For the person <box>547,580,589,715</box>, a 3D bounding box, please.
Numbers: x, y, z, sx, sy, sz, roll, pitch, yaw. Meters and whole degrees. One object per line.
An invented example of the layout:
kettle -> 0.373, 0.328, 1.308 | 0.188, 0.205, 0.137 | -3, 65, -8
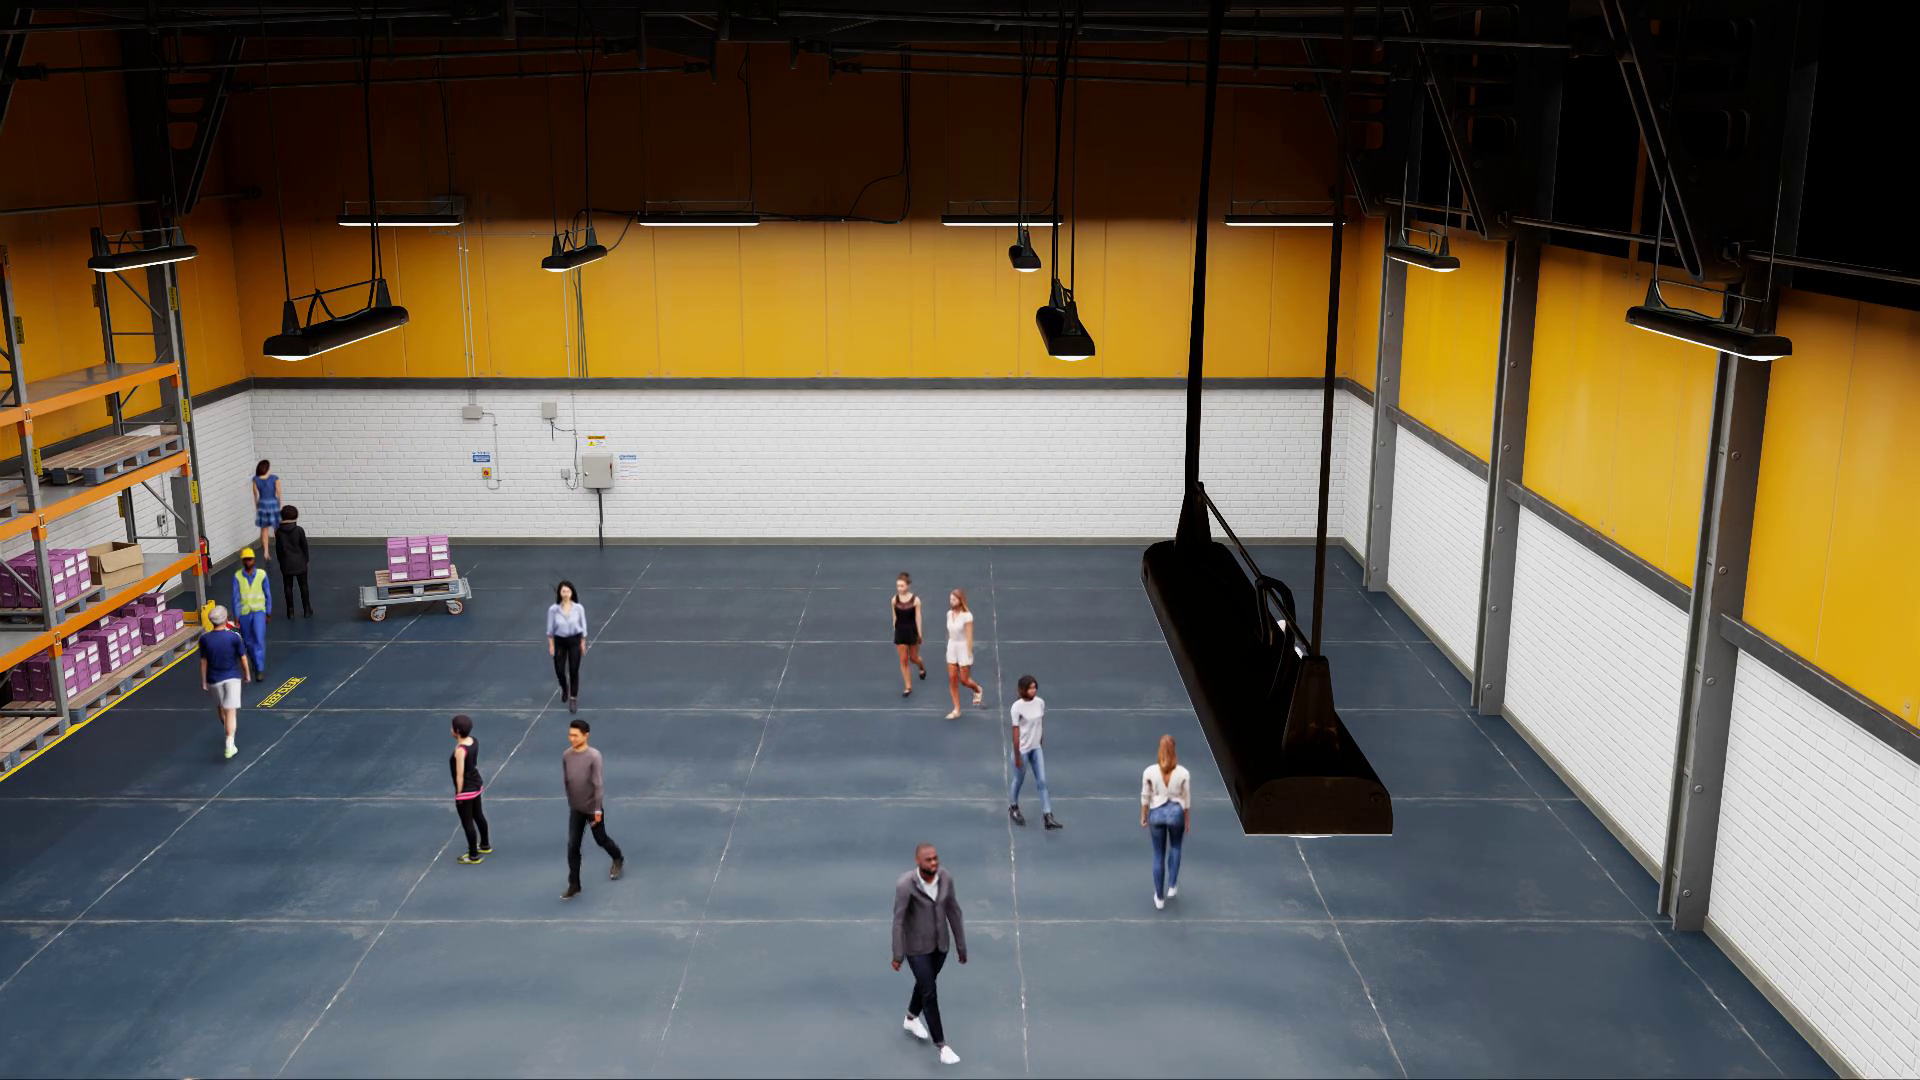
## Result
person -> -5.055, 1.354, 21.429 | 0.760, 1.738, 0.801 | -4, 14, -15

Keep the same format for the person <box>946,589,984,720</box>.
person -> 0.052, 1.435, 21.216 | 0.867, 1.680, 0.962 | 11, 17, 38

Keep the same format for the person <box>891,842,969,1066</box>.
person -> -0.311, 3.274, 13.437 | 1.126, 1.767, 1.264 | -9, 16, -34

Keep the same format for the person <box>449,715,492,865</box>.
person -> -5.014, 2.525, 16.995 | 0.622, 1.549, 0.491 | 2, 14, 10

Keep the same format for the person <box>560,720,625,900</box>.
person -> -3.591, 2.598, 16.300 | 1.215, 1.735, 0.939 | 0, 14, 2

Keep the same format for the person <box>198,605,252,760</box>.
person -> -8.774, 1.721, 19.818 | 0.859, 1.782, 1.231 | -3, 14, -14

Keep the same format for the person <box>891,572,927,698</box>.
person -> -0.675, 1.230, 22.098 | 0.745, 1.665, 0.911 | 4, 14, 16

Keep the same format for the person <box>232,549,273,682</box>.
person -> -9.723, 0.993, 22.813 | 0.912, 1.789, 1.249 | -4, 14, -18

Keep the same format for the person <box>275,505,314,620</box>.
person -> -10.249, 0.328, 25.574 | 0.686, 1.781, 0.690 | -4, 14, -15

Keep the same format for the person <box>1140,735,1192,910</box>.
person -> 1.973, 2.716, 15.873 | 0.651, 1.707, 0.658 | 1, 14, 6

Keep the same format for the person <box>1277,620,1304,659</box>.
person -> 3.694, 1.815, 19.347 | 0.750, 1.821, 0.713 | 5, 14, 19

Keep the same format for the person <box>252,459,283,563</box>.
person -> -12.053, -0.512, 28.994 | 0.690, 1.806, 0.674 | -2, 14, -8

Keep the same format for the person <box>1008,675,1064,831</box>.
person -> 0.668, 2.252, 17.822 | 0.964, 1.689, 1.124 | -9, 16, -32
